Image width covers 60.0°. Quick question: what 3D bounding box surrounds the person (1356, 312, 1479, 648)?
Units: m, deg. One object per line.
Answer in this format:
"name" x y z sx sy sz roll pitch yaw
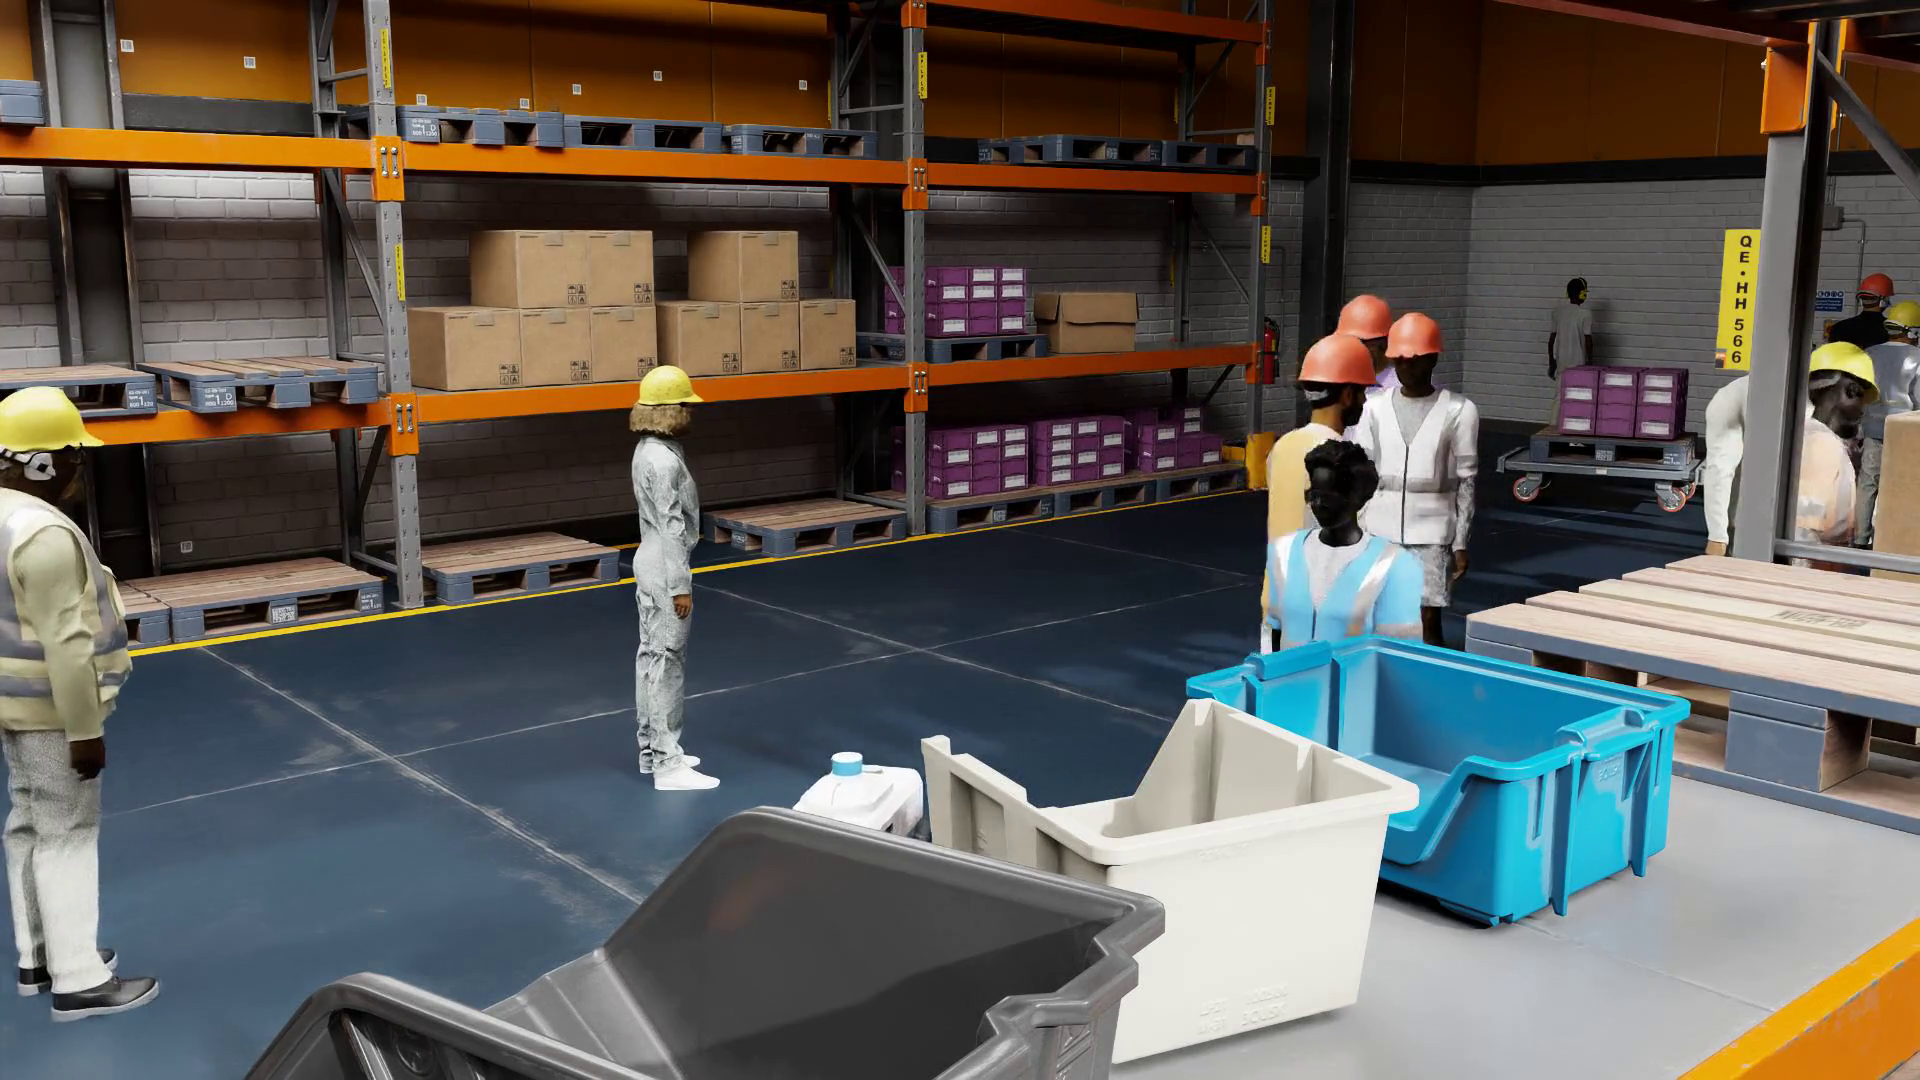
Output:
"person" 1.986 -0.034 7.371 0.551 1.934 0.373 5 11 28

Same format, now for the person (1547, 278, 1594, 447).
"person" 6.583 -1.883 17.920 0.310 1.868 0.534 -8 13 -39

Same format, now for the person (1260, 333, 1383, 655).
"person" 1.302 0.248 5.827 0.701 1.917 0.592 -3 11 -19

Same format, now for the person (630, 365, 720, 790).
"person" -1.190 0.154 6.860 0.297 1.744 0.487 -4 11 -22

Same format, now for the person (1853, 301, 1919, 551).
"person" 6.603 -0.764 11.752 0.404 1.832 0.596 -5 11 -27

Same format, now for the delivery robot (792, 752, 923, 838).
"delivery robot" -0.370 0.946 5.492 0.477 0.478 0.707 3 10 15

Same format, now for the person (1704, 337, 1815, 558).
"person" 3.594 -0.040 7.397 0.636 1.938 0.358 -2 10 -13

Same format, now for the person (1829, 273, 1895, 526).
"person" 7.212 -1.113 13.247 0.383 1.996 0.609 -8 13 -38

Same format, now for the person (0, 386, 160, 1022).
"person" -2.627 0.471 4.837 0.600 1.829 0.404 10 14 44

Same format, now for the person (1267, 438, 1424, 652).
"person" 1.190 0.503 5.146 0.539 1.660 0.851 8 13 39

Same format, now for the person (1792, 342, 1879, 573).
"person" 3.069 0.234 6.053 0.396 1.879 0.707 4 11 23

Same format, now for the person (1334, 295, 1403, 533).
"person" 1.953 -0.167 8.007 0.842 1.994 0.640 -6 12 -32
